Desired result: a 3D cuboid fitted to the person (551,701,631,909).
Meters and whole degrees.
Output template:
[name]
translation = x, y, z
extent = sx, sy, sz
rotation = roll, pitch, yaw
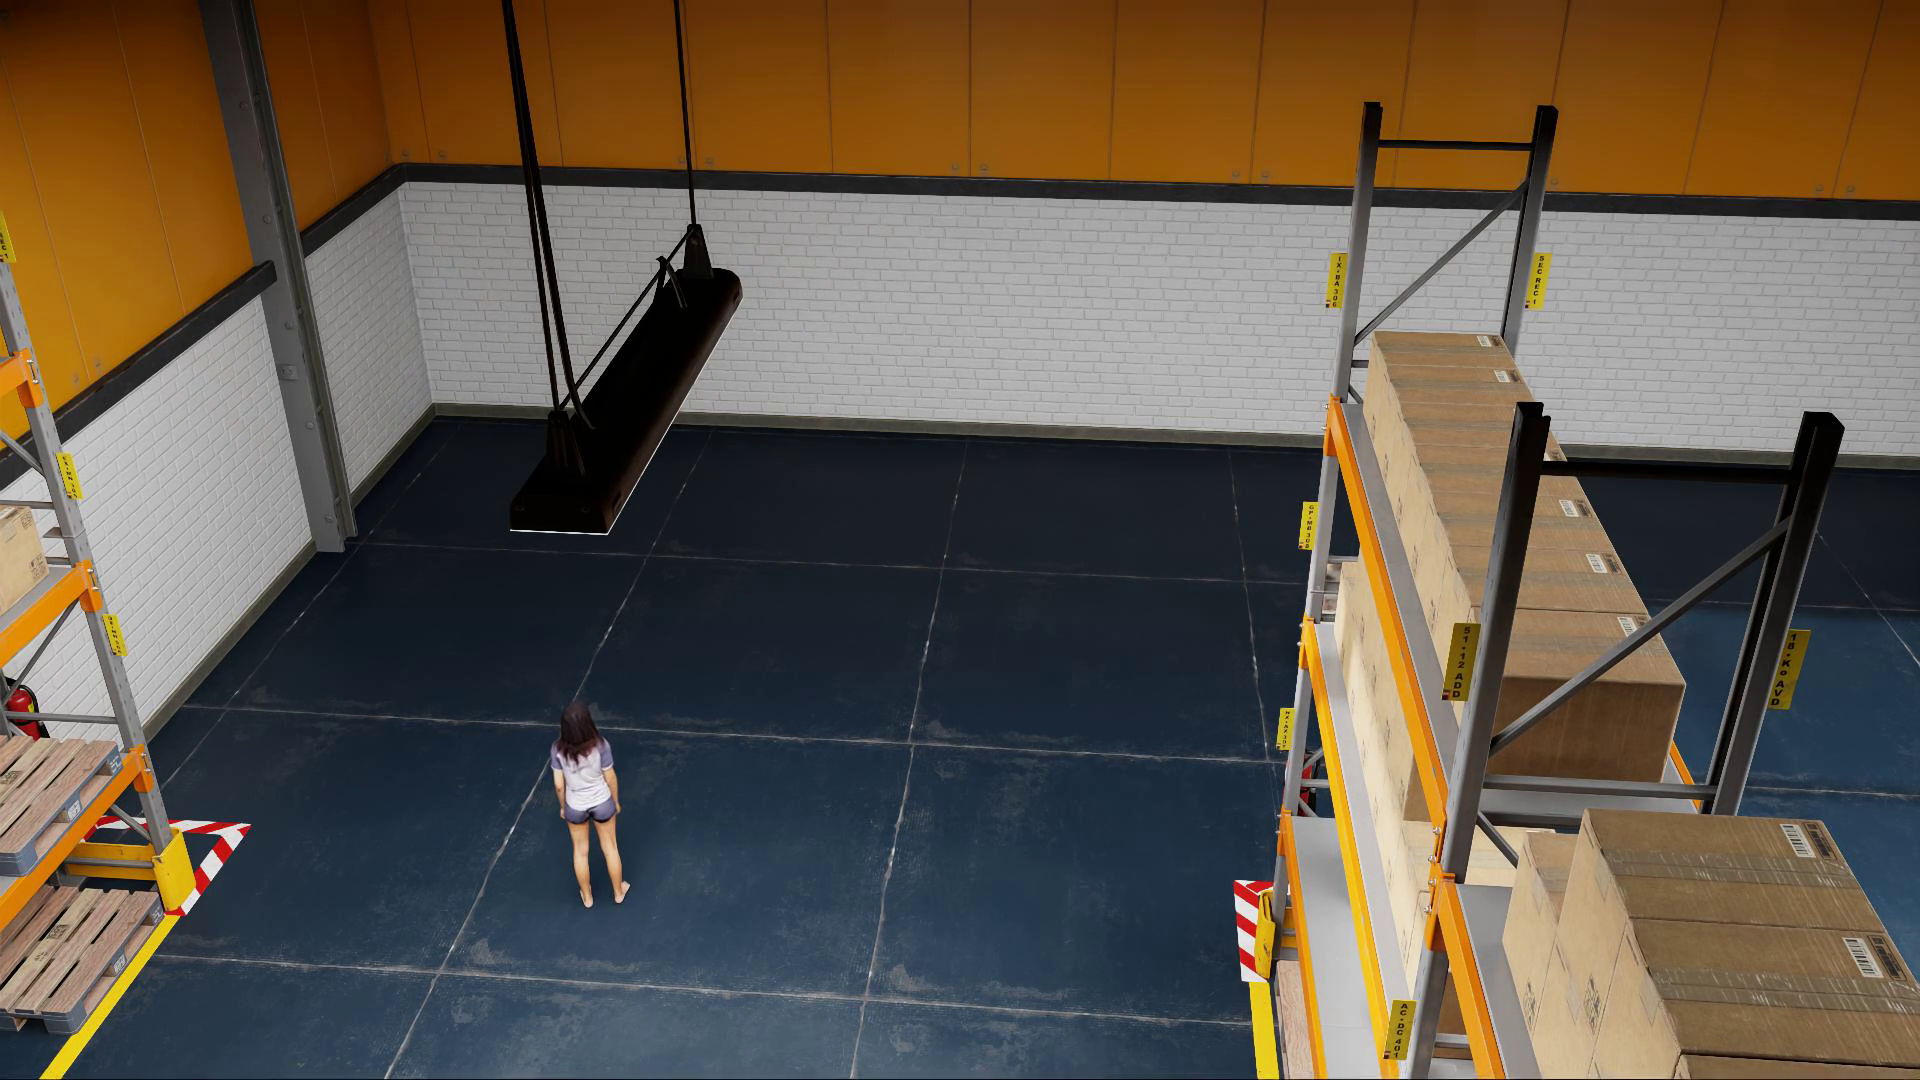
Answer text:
[person]
translation = -2.650, 1.885, 11.882
extent = 0.629, 1.734, 0.581
rotation = -4, 29, -7
